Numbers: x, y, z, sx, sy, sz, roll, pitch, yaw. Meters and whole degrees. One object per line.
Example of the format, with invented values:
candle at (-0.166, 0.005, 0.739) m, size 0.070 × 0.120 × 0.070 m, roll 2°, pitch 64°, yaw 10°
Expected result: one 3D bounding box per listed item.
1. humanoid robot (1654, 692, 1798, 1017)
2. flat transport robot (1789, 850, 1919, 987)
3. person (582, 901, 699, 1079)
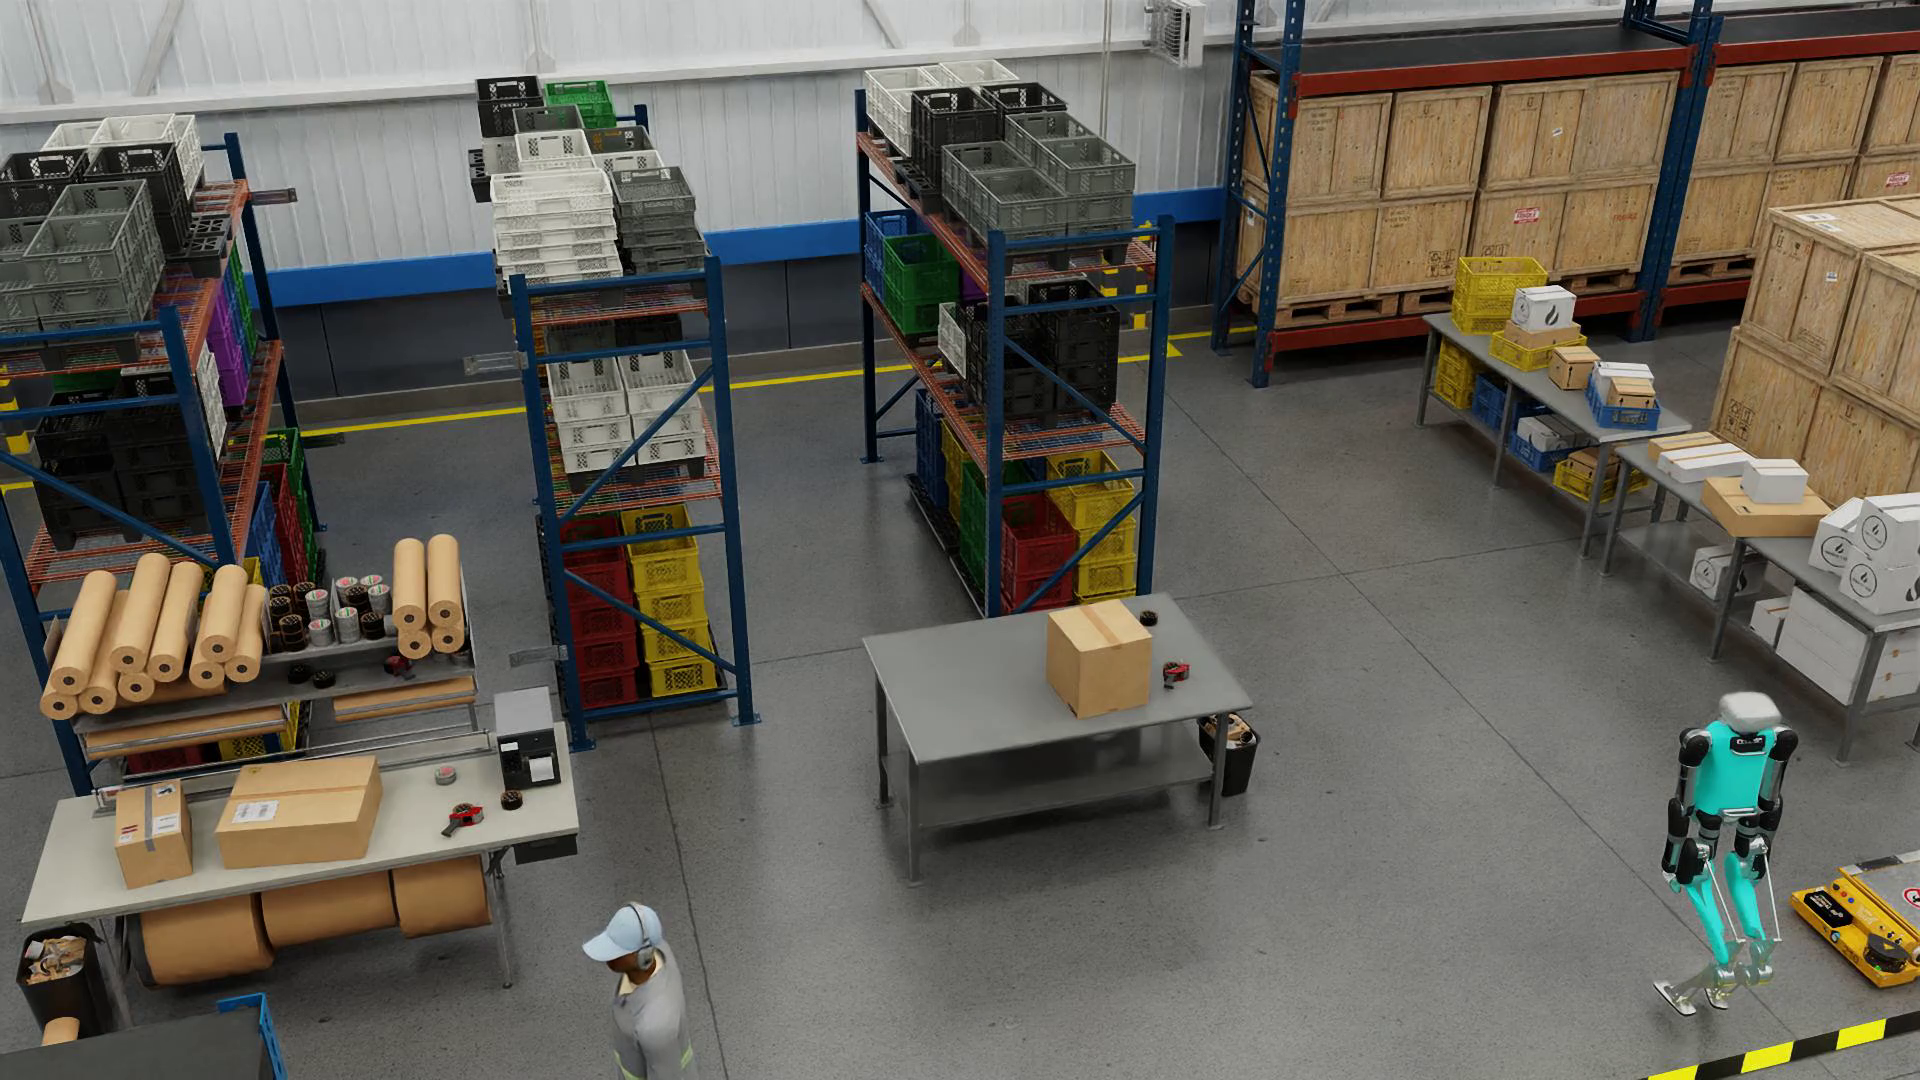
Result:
humanoid robot at (3.584, 1.554, 7.673) m, size 0.533 × 1.674 × 0.735 m, roll -2°, pitch 29°, yaw -4°
flat transport robot at (5.163, 1.916, 8.676) m, size 1.431 × 0.231 × 0.659 m, roll -8°, pitch 30°, yaw -14°
person at (-1.221, 2.166, 6.577) m, size 0.368 × 1.852 × 0.589 m, roll -9°, pitch 30°, yaw -15°
